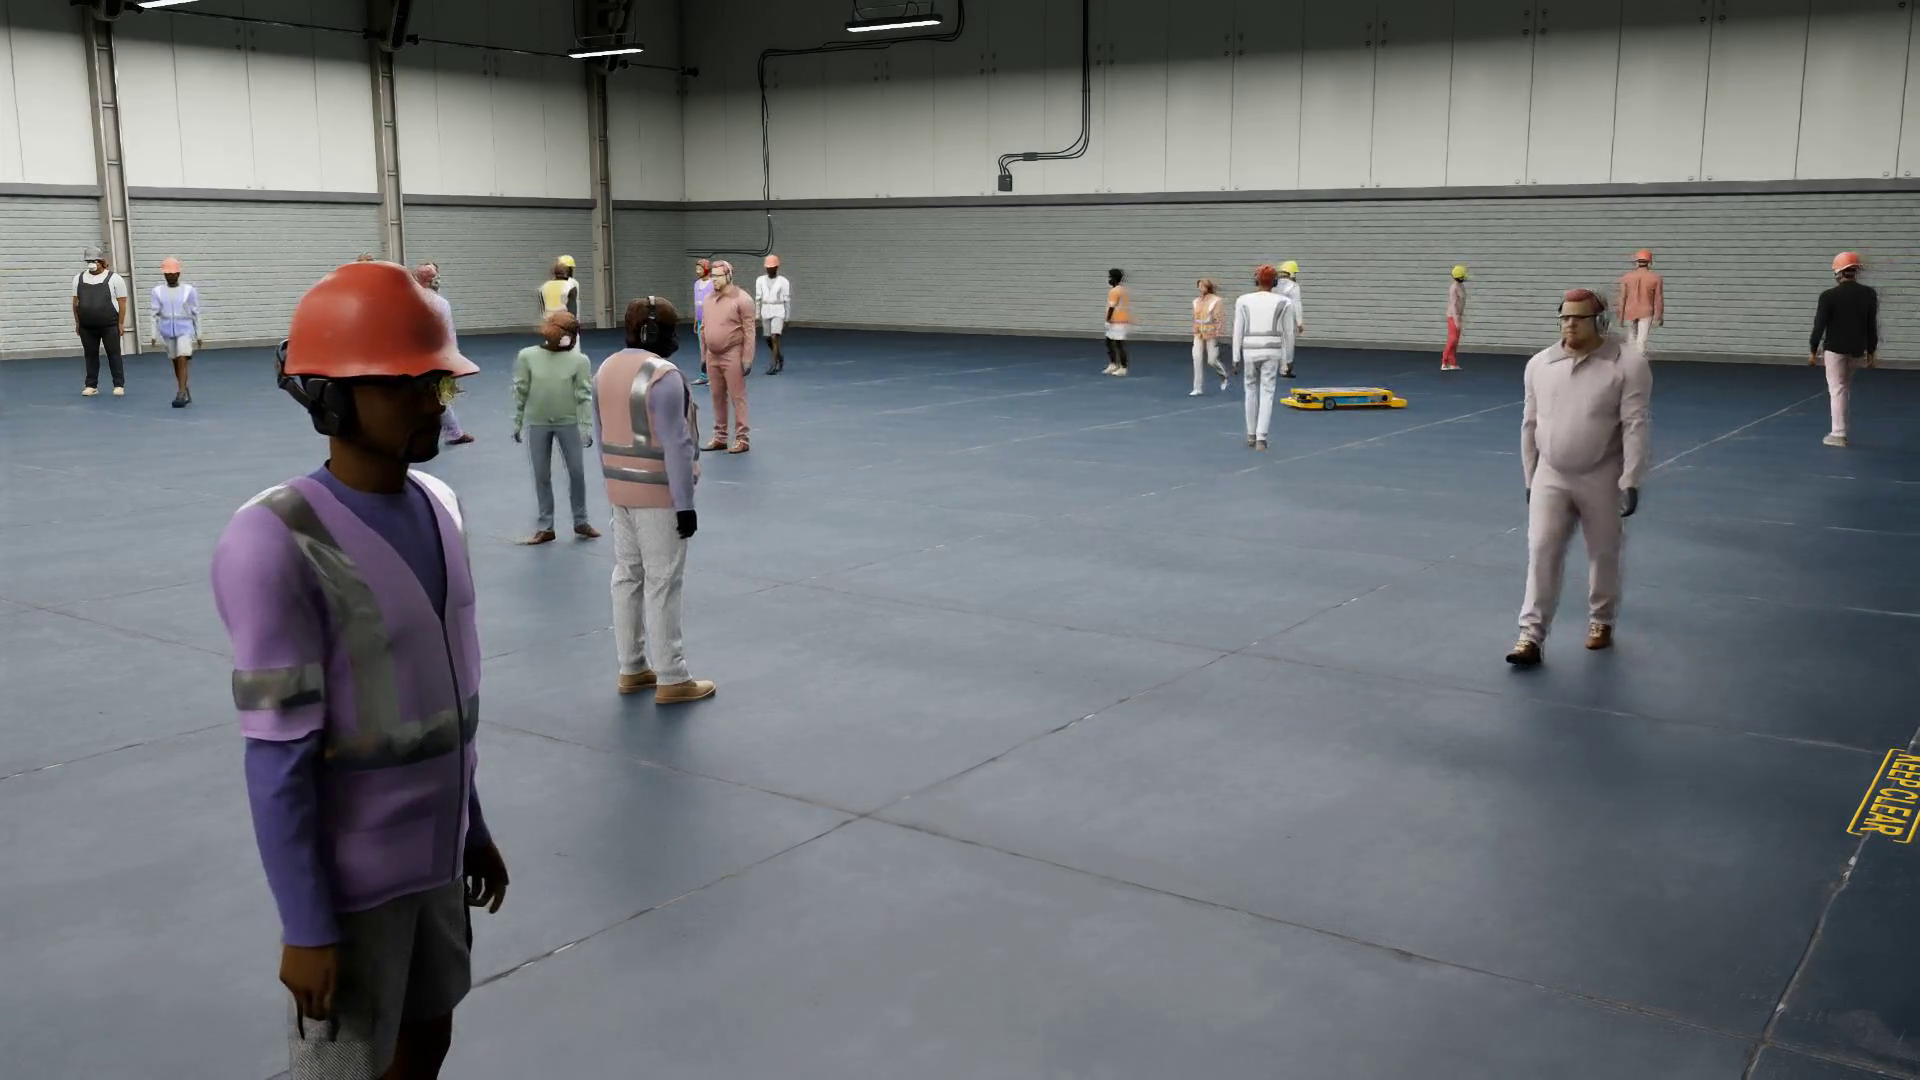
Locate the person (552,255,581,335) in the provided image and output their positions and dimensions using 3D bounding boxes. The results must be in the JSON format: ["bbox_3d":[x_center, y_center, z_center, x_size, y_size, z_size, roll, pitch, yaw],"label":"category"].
[{"bbox_3d":[-5.962,-3.327,25.019,0.586,1.908,0.629,7,12,33],"label":"person"}]

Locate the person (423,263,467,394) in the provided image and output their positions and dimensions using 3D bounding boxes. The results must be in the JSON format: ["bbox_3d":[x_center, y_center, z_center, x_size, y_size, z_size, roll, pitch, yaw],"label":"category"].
[{"bbox_3d":[-7.247,-2.855,22.614,0.989,1.822,0.525,-8,13,-39],"label":"person"}]

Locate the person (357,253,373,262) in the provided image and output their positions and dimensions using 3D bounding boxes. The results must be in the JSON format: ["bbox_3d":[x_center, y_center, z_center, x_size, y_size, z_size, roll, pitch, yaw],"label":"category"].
[{"bbox_3d":[-8.899,-3.325,24.913,0.373,1.935,0.628,-1,10,-6],"label":"person"}]

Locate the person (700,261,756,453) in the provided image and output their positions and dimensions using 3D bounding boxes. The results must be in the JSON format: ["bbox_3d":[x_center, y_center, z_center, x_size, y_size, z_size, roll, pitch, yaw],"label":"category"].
[{"bbox_3d":[-2.338,-1.812,16.520,0.651,1.904,0.403,7,12,33],"label":"person"}]

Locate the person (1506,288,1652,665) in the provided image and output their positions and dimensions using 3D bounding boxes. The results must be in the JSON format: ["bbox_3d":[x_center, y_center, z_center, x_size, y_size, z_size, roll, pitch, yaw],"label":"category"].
[{"bbox_3d":[3.088,-0.317,8.292,0.651,1.858,0.987,7,12,35],"label":"person"}]

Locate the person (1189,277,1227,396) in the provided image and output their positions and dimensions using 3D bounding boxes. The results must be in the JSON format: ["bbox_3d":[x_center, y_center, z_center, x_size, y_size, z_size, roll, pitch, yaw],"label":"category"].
[{"bbox_3d":[3.410,-2.787,22.777,0.515,1.616,0.599,9,14,41],"label":"person"}]

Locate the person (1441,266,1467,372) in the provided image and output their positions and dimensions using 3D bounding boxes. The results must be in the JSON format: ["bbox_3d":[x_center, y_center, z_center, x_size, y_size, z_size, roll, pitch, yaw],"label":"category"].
[{"bbox_3d":[8.092,-3.602,27.088,0.321,1.718,0.638,6,12,30],"label":"person"}]

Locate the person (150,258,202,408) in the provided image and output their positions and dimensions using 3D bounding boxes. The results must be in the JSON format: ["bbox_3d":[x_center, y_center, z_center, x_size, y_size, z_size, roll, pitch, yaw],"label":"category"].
[{"bbox_3d":[-10.039,-2.653,21.295,0.564,1.888,0.986,-2,10,-11],"label":"person"}]

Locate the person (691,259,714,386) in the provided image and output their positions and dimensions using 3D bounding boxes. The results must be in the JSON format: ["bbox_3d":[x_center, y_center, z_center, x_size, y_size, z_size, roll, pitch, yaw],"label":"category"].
[{"bbox_3d":[-3.678,-3.172,24.322,0.563,1.838,0.391,10,14,43],"label":"person"}]

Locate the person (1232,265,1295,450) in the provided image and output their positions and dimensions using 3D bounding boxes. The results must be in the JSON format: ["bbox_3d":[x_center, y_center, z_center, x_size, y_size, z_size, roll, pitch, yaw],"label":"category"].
[{"bbox_3d":[3.109,-1.867,16.985,0.601,1.841,0.896,3,11,17],"label":"person"}]

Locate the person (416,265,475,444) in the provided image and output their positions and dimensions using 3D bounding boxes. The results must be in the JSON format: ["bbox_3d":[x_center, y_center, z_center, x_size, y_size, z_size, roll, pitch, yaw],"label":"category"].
[{"bbox_3d":[-5.362,-1.843,16.850,0.654,1.862,1.023,7,12,34],"label":"person"}]

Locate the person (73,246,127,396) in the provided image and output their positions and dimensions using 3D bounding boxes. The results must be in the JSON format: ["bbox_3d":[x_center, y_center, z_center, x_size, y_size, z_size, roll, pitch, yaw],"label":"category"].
[{"bbox_3d":[-11.765,-2.987,22.722,0.683,2.000,0.538,-2,10,-9],"label":"person"}]

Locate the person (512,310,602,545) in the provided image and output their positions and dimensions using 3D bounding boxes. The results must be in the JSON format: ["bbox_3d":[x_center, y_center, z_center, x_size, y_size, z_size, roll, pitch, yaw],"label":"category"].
[{"bbox_3d":[-2.793,-0.776,11.530,0.592,1.618,0.336,-2,10,-11],"label":"person"}]

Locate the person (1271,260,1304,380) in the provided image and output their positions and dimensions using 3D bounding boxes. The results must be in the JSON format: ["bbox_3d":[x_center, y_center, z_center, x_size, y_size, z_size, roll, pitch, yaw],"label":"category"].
[{"bbox_3d":[4.995,-3.347,25.388,0.420,1.818,0.592,-4,11,-23],"label":"person"}]

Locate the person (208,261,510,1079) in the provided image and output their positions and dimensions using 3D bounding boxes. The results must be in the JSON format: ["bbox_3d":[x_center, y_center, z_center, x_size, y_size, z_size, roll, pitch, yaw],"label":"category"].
[{"bbox_3d":[-0.985,0.548,2.910,0.382,2.045,0.605,2,10,12],"label":"person"}]

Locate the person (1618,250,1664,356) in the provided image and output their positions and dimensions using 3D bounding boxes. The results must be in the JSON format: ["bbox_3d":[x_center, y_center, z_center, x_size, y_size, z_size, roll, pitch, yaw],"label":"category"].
[{"bbox_3d":[10.560,-3.477,25.686,0.621,1.963,0.843,9,14,42],"label":"person"}]

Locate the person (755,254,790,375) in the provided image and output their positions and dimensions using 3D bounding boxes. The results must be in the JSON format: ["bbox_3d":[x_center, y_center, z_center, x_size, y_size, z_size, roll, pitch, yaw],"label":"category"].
[{"bbox_3d":[-2.953,-3.601,26.550,0.541,1.908,0.821,3,11,16],"label":"person"}]

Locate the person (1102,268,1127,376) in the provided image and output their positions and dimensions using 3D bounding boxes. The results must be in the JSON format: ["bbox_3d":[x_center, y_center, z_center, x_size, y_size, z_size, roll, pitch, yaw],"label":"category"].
[{"bbox_3d":[2.398,-3.415,26.111,0.570,1.677,0.541,2,10,13],"label":"person"}]

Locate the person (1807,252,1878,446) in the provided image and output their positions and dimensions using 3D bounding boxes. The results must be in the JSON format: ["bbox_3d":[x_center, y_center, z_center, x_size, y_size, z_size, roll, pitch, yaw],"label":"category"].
[{"bbox_3d":[9.060,-1.969,17.169,0.632,1.974,0.658,-1,10,-6],"label":"person"}]

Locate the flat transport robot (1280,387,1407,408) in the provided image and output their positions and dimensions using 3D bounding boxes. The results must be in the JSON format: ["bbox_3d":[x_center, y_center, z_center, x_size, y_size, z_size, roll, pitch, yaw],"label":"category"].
[{"bbox_3d":[4.854,-1.808,21.072,1.431,0.197,0.652,-2,10,-12],"label":"flat transport robot"}]

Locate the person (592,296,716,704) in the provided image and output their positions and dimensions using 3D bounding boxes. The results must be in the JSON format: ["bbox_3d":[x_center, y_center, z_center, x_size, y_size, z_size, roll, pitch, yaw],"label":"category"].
[{"bbox_3d":[-1.397,-0.182,7.580,0.430,1.840,0.621,-9,14,-42],"label":"person"}]

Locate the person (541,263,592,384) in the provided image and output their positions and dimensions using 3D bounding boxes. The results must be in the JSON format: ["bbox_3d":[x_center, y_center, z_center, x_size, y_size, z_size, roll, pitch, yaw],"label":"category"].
[{"bbox_3d":[-5.755,-3.087,23.995,0.622,1.797,0.955,4,11,22],"label":"person"}]
